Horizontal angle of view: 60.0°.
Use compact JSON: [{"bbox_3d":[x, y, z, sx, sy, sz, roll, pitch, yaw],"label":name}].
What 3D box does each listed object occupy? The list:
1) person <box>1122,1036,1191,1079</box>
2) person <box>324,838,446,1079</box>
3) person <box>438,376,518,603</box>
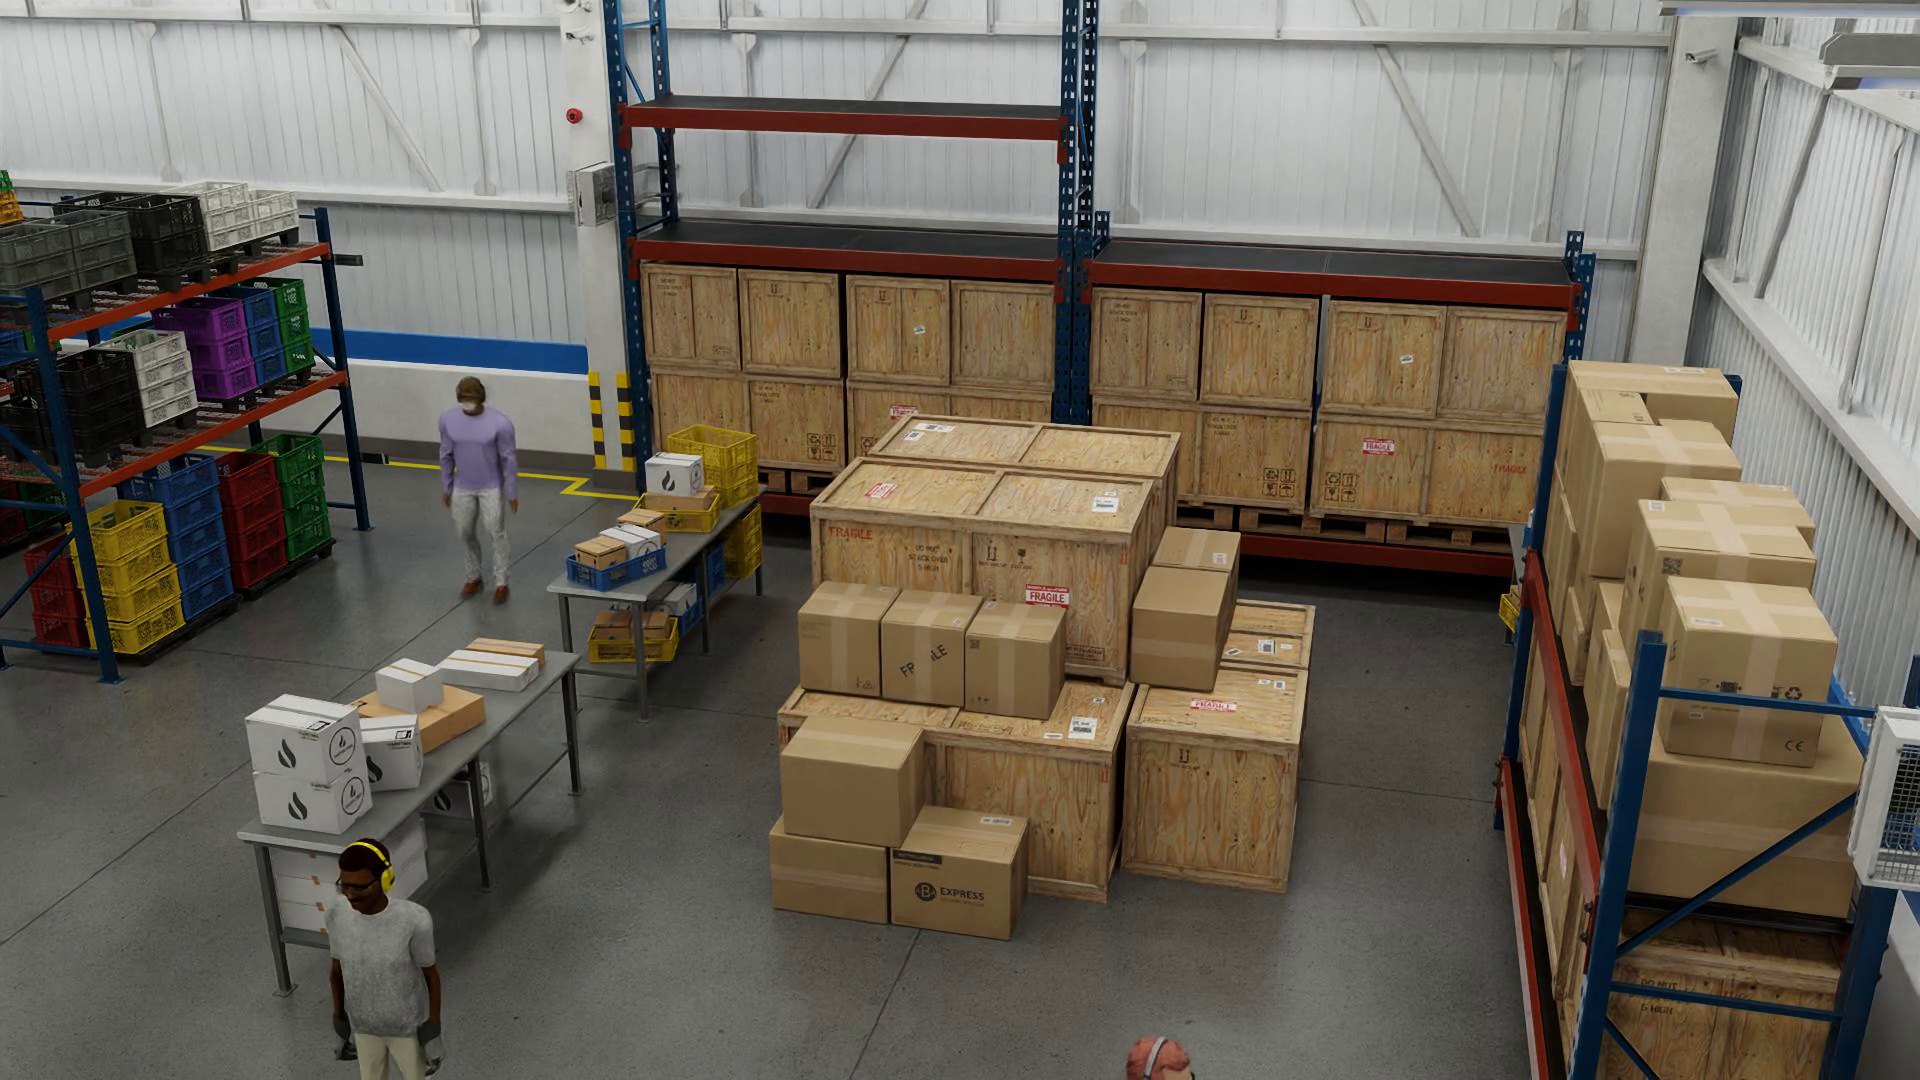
[{"bbox_3d":[0.654,2.589,5.977,0.399,1.900,0.651,14,25,32],"label":"person"},{"bbox_3d":[-2.489,2.127,7.219,0.513,1.872,0.328,2,21,6],"label":"person"},{"bbox_3d":[-3.987,-0.430,13.817,0.634,1.940,0.374,1,21,3],"label":"person"}]
